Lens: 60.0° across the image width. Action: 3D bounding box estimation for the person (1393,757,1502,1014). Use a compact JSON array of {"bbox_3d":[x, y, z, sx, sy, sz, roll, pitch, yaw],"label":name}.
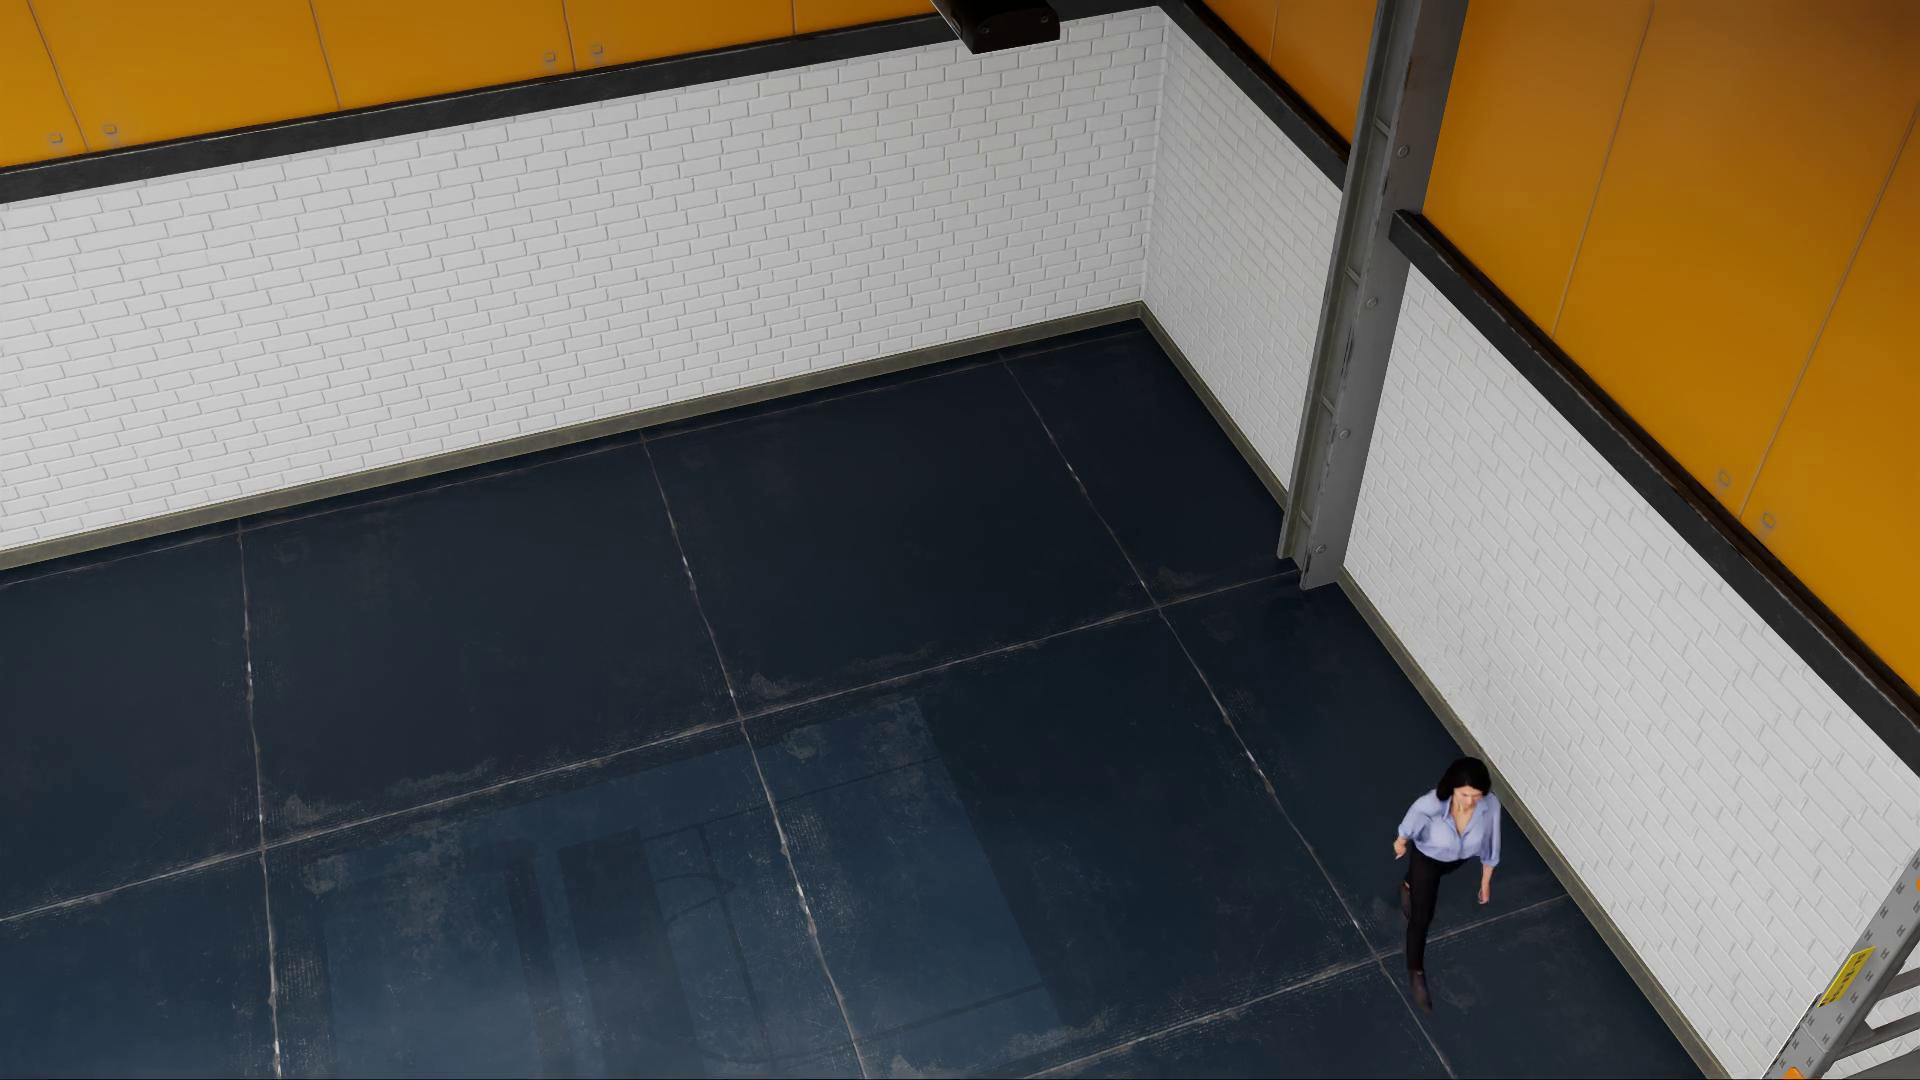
[{"bbox_3d":[2.618,1.661,9.147,0.826,1.697,1.182,-4,44,-5],"label":"person"}]
